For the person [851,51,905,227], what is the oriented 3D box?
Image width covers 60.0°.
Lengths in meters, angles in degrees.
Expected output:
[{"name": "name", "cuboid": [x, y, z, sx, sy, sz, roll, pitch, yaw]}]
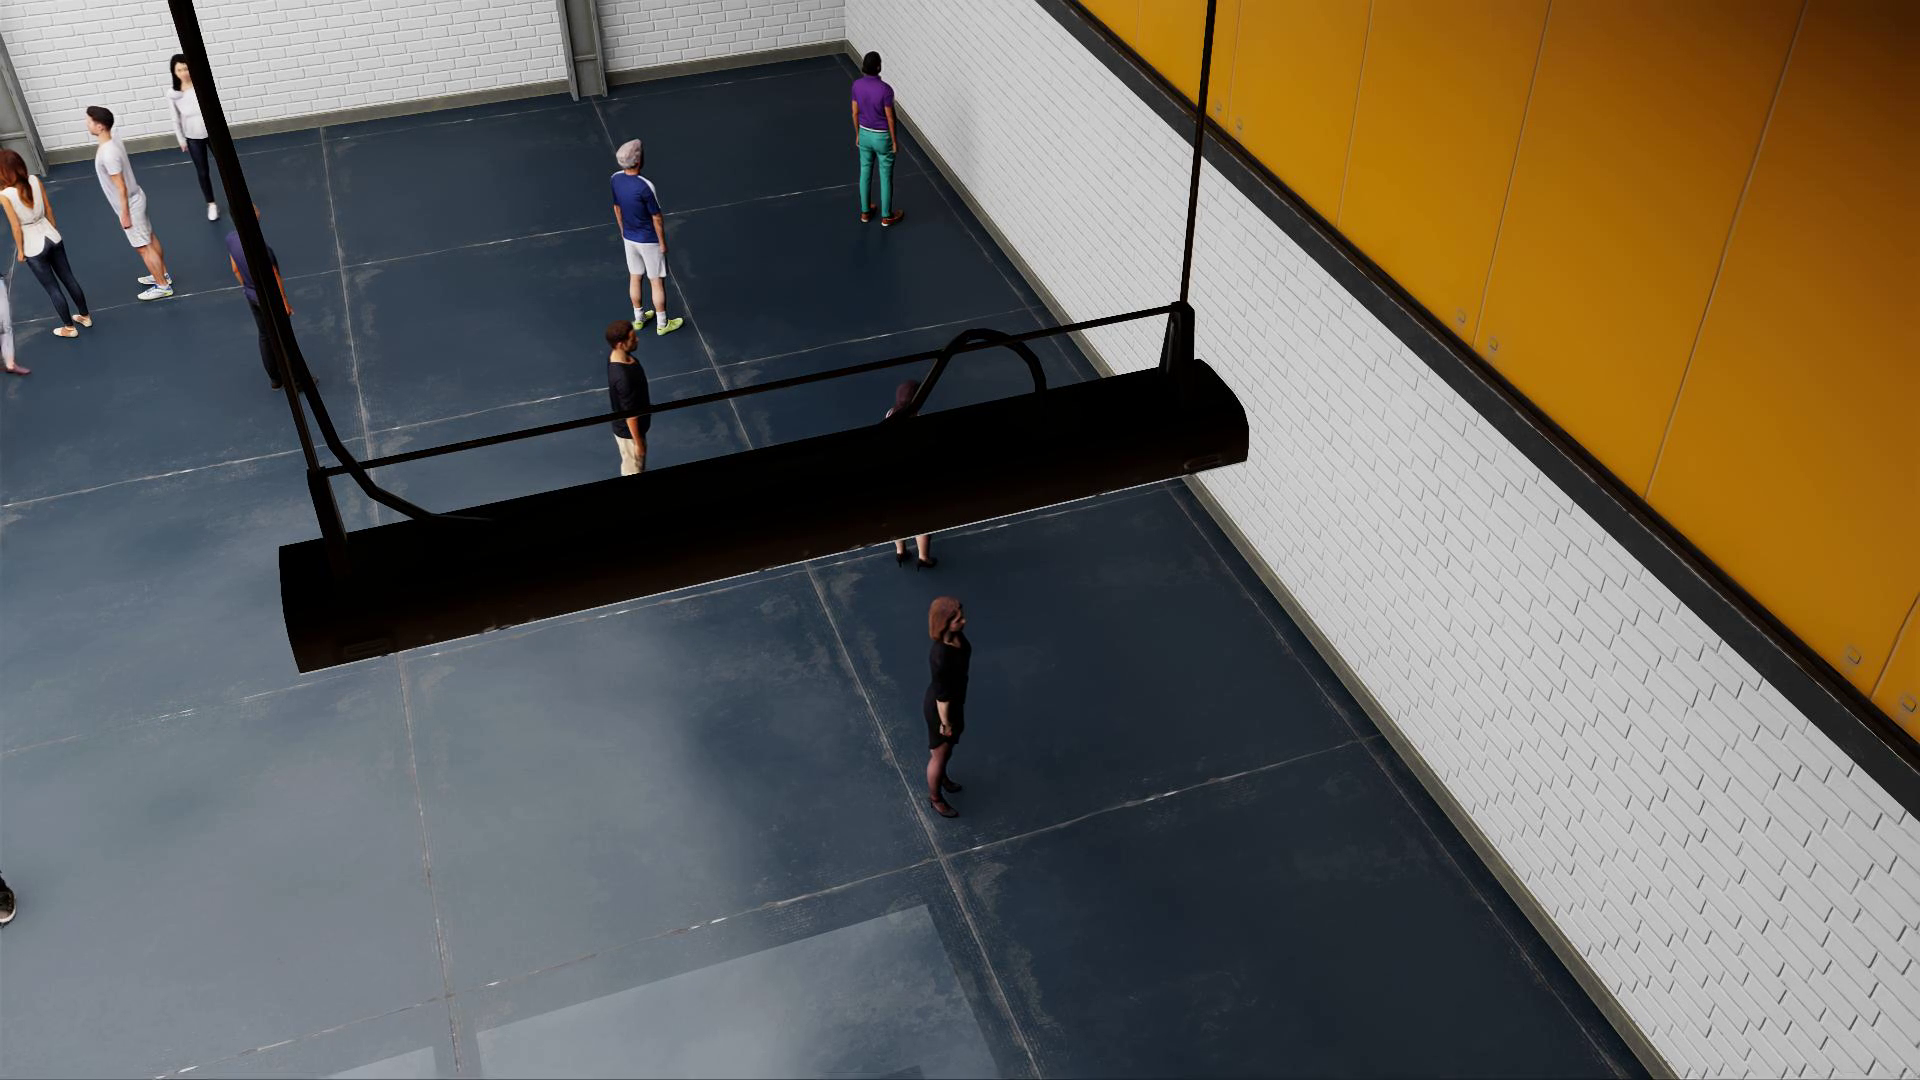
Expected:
[{"name": "person", "cuboid": [-0.832, -3.961, 16.399, 0.720, 1.767, 0.780, 16, 41, 20]}]

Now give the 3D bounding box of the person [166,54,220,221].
[{"name": "person", "cuboid": [-7.511, -4.020, 16.527, 0.505, 1.700, 0.694, -17, 42, -20]}]

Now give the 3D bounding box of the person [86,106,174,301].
[{"name": "person", "cuboid": [-7.621, -3.098, 15.249, 0.548, 1.854, 0.676, -12, 40, -15]}]

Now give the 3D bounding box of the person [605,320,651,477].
[{"name": "person", "cuboid": [-2.475, -0.841, 12.425, 0.535, 1.851, 0.636, -11, 40, -14]}]

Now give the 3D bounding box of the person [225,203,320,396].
[{"name": "person", "cuboid": [-5.848, -2.045, 13.980, 0.708, 1.792, 0.744, 19, 42, 22]}]

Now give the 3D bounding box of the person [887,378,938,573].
[{"name": "person", "cuboid": [-0.350, -0.467, 12.118, 0.630, 1.650, 0.686, 17, 42, 20]}]

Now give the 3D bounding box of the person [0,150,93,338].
[{"name": "person", "cuboid": [-8.111, -2.619, 14.705, 0.727, 1.784, 0.671, 16, 41, 19]}]

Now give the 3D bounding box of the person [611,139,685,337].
[{"name": "person", "cuboid": [-2.813, -2.681, 14.739, 0.720, 1.839, 0.770, 18, 42, 21]}]

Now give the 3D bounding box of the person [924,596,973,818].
[{"name": "person", "cuboid": [-0.091, 1.008, 10.227, 0.652, 1.705, 0.657, 5, 39, 7]}]
